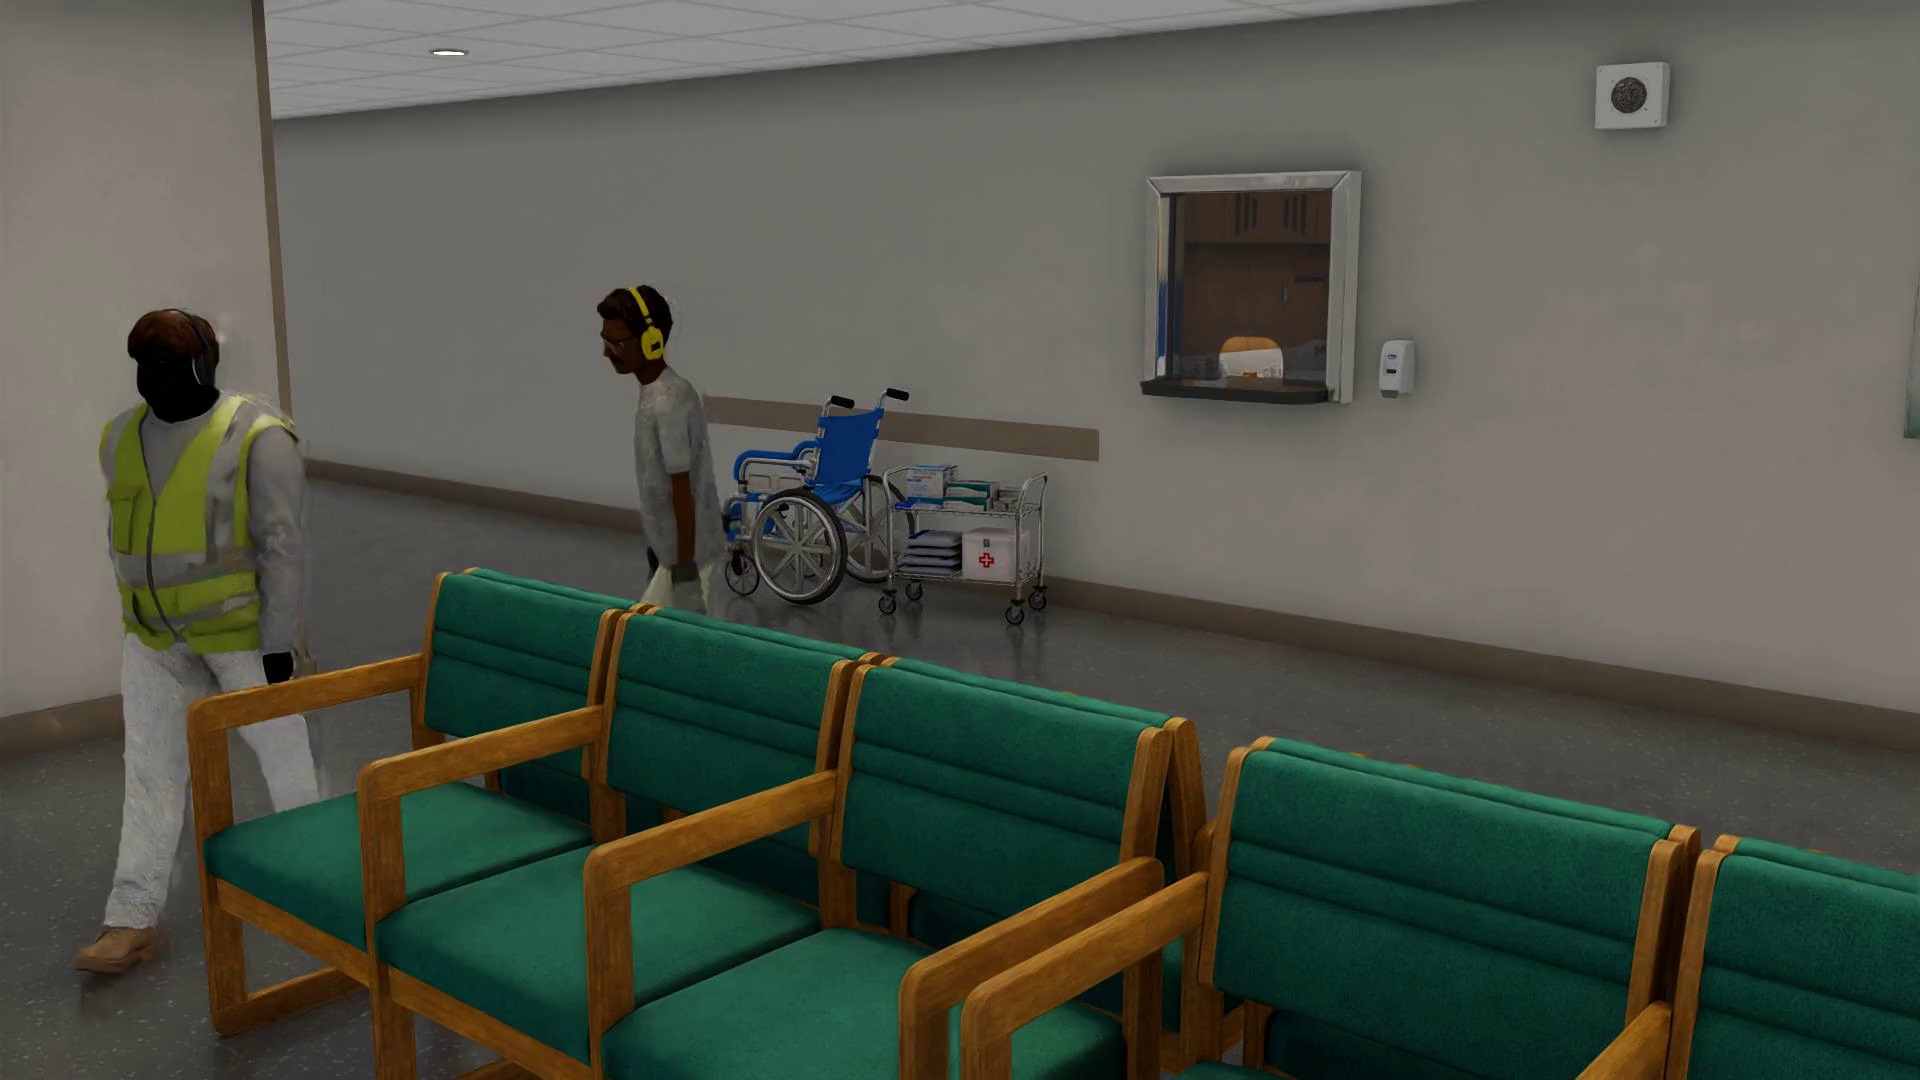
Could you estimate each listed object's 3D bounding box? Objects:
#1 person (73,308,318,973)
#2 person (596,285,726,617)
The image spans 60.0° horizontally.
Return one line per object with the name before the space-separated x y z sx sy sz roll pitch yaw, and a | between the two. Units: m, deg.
person | -2.156 0.250 4.713 0.644 1.792 0.949 2 10 10
person | -0.945 0.082 5.524 0.503 1.835 0.656 -1 10 -8
